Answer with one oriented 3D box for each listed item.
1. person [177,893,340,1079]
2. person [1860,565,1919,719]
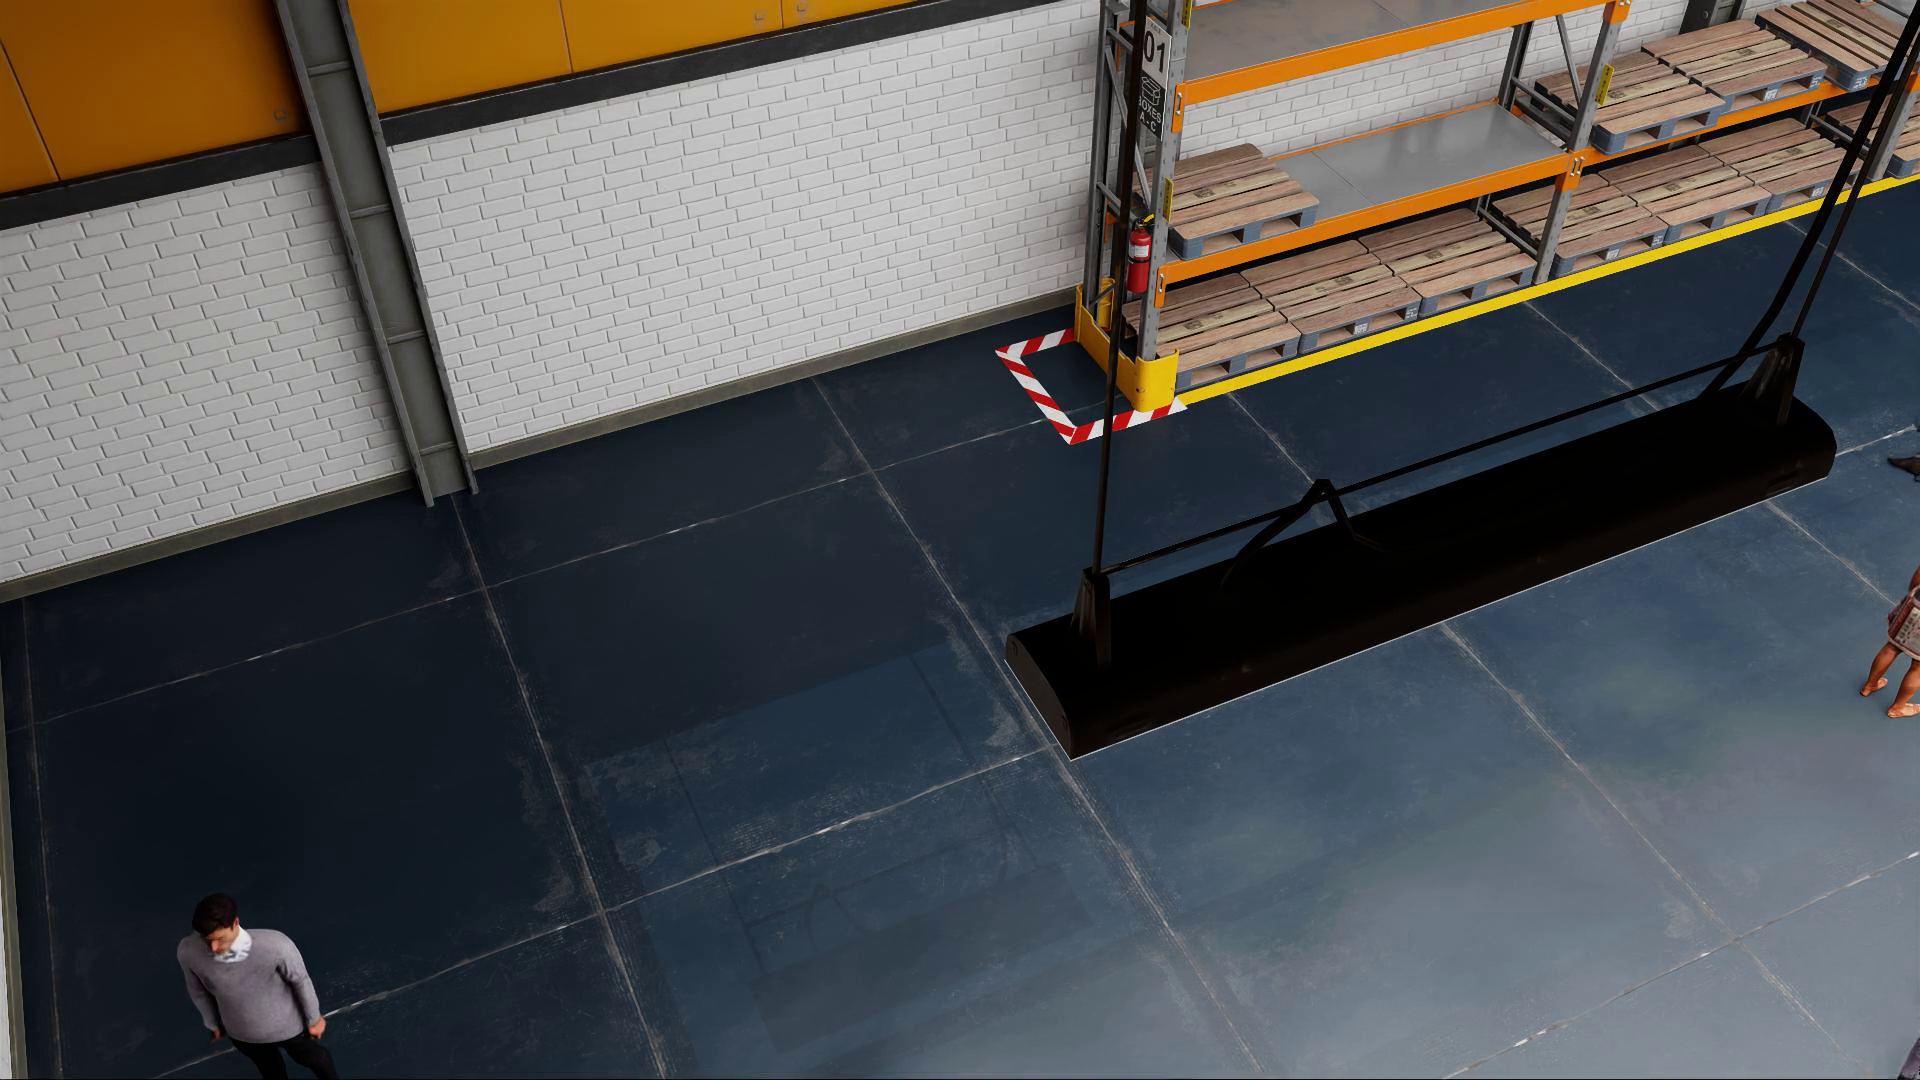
[{"bbox_3d":[-3.491,2.373,8.356,0.729,1.922,0.888,-1,44,-1],"label":"person"},{"bbox_3d":[6.179,0.464,10.561,0.520,1.645,0.652,-19,47,-19],"label":"person"}]
